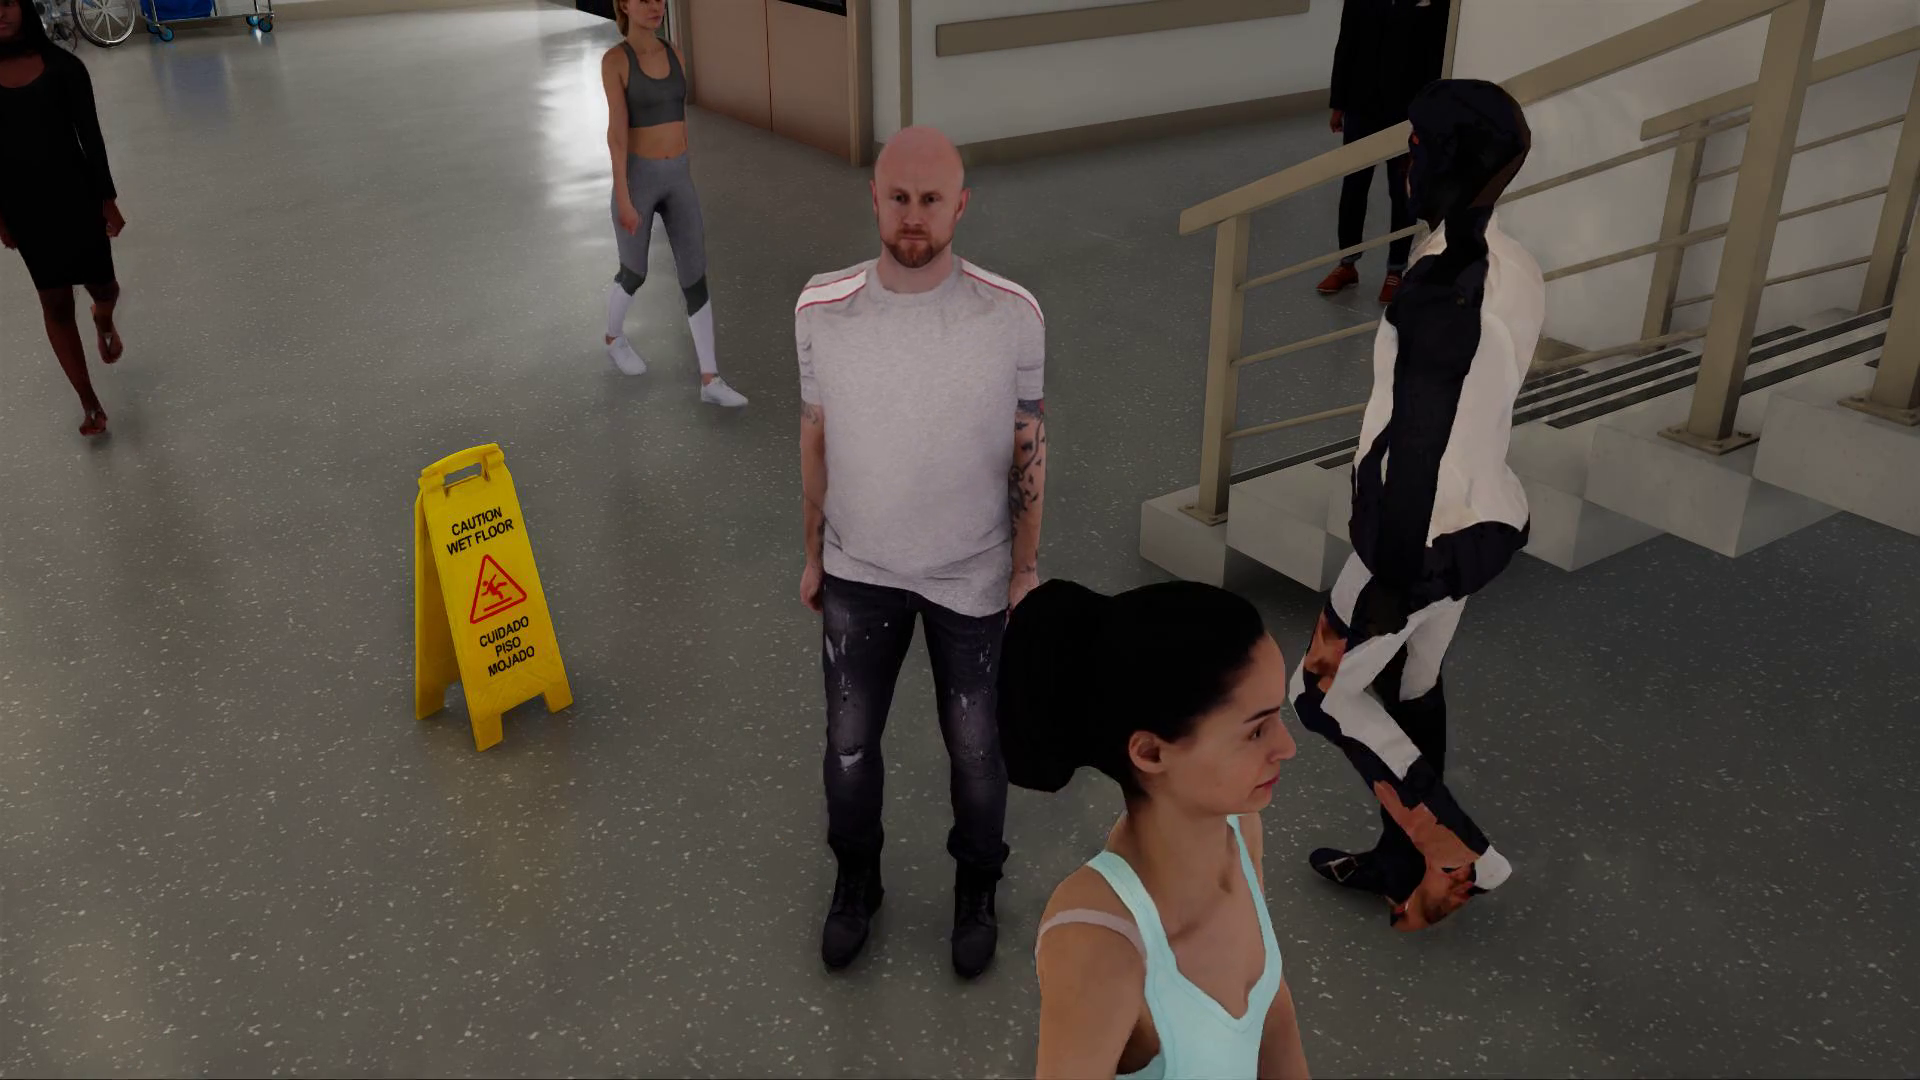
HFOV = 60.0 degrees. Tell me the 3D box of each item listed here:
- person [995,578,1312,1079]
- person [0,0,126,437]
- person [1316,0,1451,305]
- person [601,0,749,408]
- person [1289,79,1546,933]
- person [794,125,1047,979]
[{"bbox_3d":[0.143,0.829,1.946,0.835,1.749,0.762,10,28,20],"label":"person"},{"bbox_3d":[-3.477,-1.293,6.401,0.744,1.702,1.084,-11,28,-21],"label":"person"},{"bbox_3d":[2.013,-2.032,7.801,0.675,1.817,0.835,16,30,30],"label":"person"},{"bbox_3d":[-1.272,-1.373,6.618,0.709,1.658,1.172,-23,34,-39],"label":"person"},{"bbox_3d":[1.050,0.029,3.456,0.879,1.880,0.844,15,30,28],"label":"person"},{"bbox_3d":[-0.072,0.047,3.480,0.786,1.827,0.848,4,26,9],"label":"person"}]
